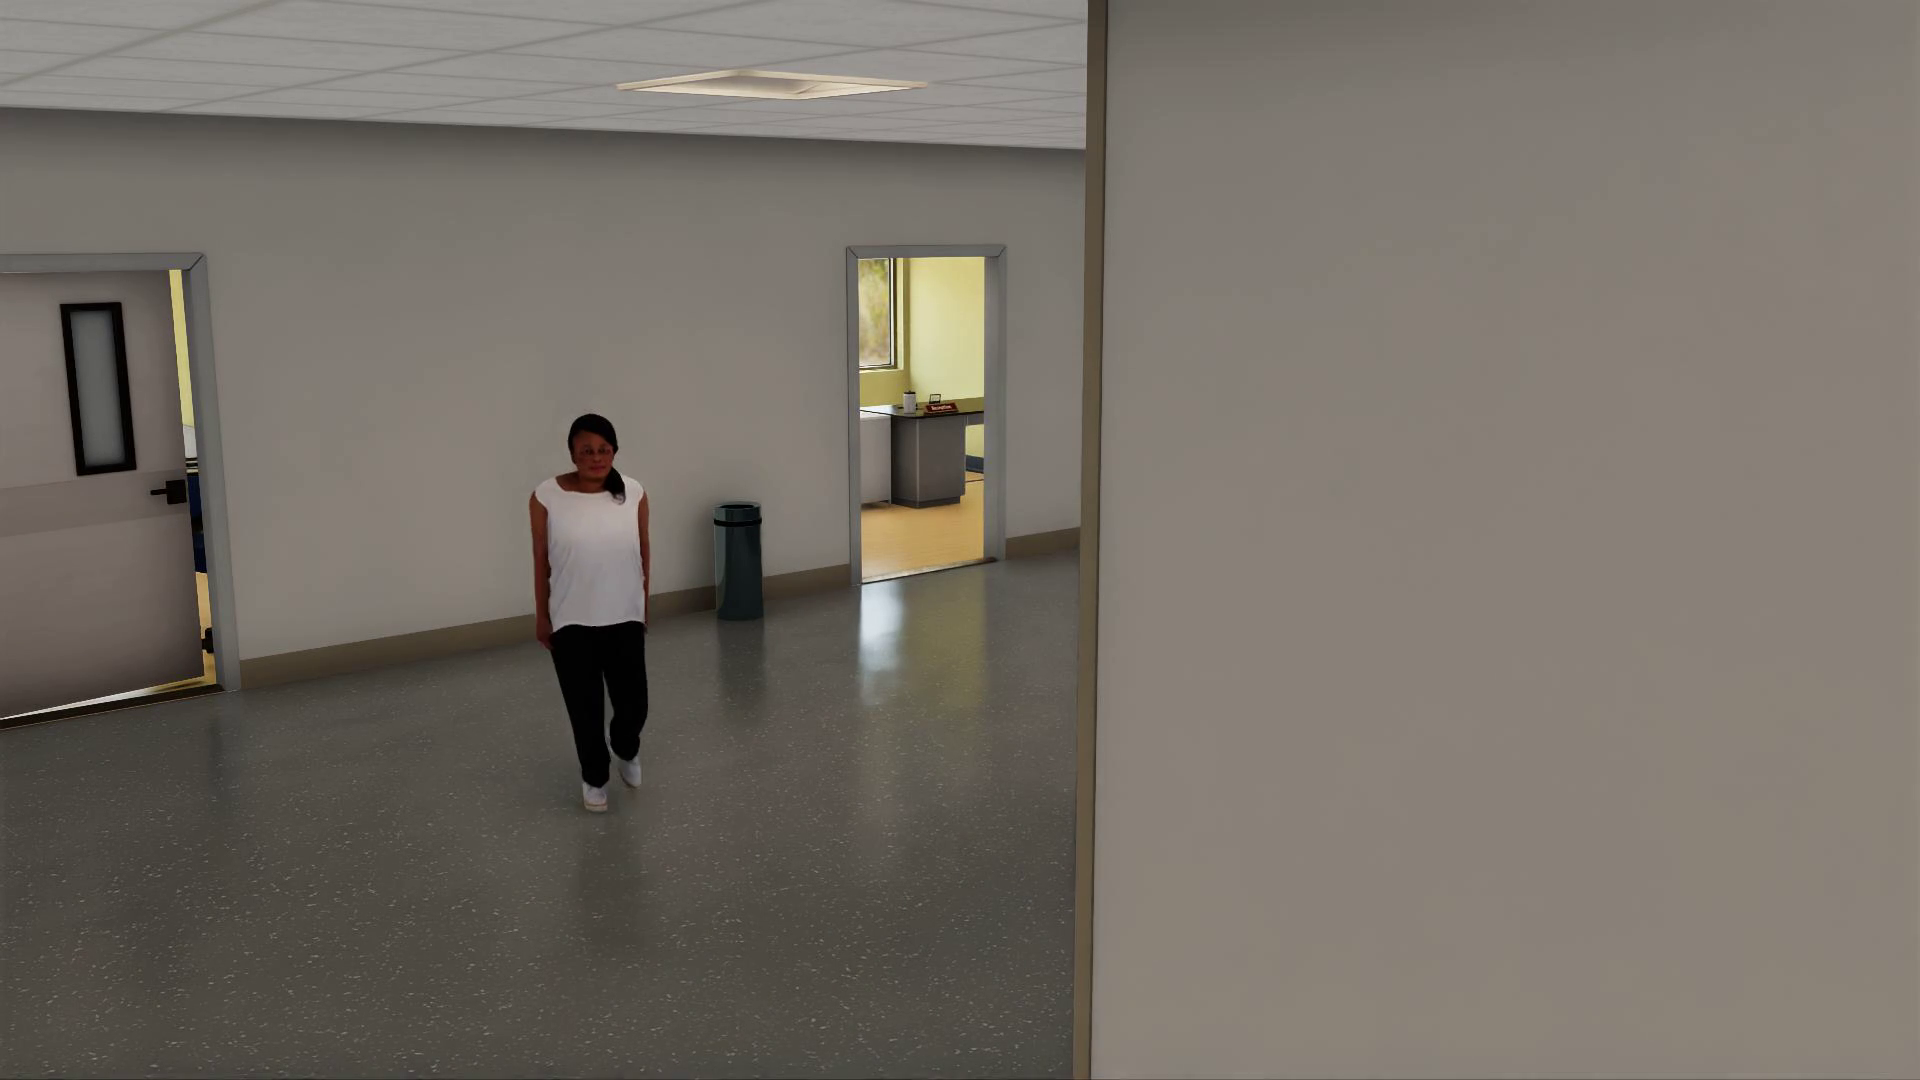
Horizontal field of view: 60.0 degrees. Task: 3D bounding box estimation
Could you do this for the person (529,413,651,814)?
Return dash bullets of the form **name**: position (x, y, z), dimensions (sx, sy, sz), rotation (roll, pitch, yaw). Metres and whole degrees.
- **person**: position (-1.553, 0.293, 7.069), dimensions (0.684, 1.677, 0.804), rotation (-4, 11, -19)
